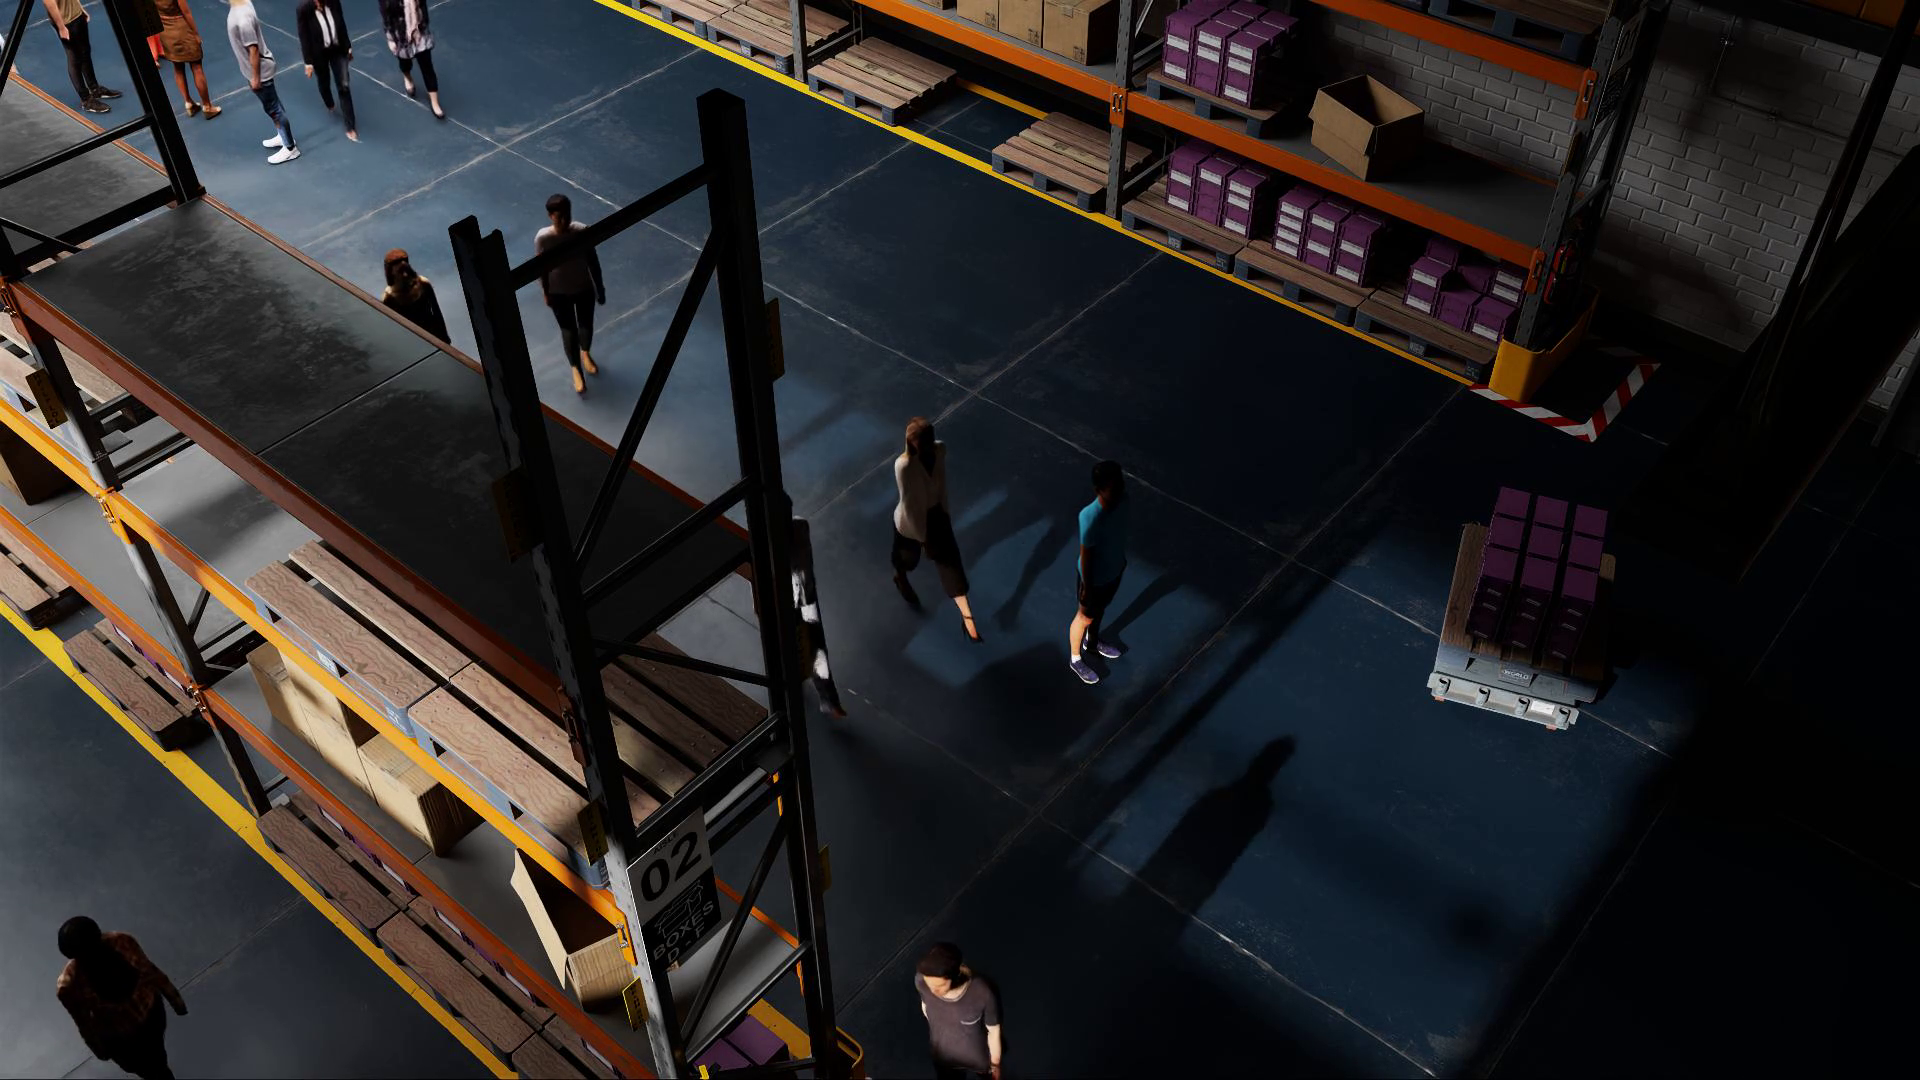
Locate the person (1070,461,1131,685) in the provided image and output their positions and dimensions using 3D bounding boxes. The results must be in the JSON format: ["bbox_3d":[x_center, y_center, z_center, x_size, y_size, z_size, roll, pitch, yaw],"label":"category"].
[{"bbox_3d":[0.904,0.180,10.790,0.517,1.774,0.632,27,50,25],"label":"person"}]

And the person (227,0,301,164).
[{"bbox_3d":[-6.585,-4.463,15.582,0.815,1.886,0.672,-17,46,-17],"label":"person"}]

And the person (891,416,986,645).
[{"bbox_3d":[-0.327,-0.133,11.093,0.742,1.808,1.186,-33,53,-30],"label":"person"}]

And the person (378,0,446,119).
[{"bbox_3d":[-5.454,-5.008,16.361,0.909,1.601,1.179,-19,47,-19],"label":"person"}]

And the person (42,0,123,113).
[{"bbox_3d":[-8.761,-5.138,16.316,0.782,1.851,0.750,1,44,1],"label":"person"}]

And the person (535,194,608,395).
[{"bbox_3d":[-3.093,-2.038,13.167,0.774,1.706,0.863,-19,47,-19],"label":"person"}]

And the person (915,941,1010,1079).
[{"bbox_3d":[0.056,2.472,8.454,1.072,1.676,0.993,6,44,7],"label":"person"}]

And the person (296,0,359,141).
[{"bbox_3d":[-6.226,-4.724,16.188,0.962,1.732,1.177,-25,49,-24],"label":"person"}]

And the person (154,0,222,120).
[{"bbox_3d":[-7.620,-4.920,16.207,0.584,1.686,0.694,10,44,10],"label":"person"}]

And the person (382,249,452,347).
[{"bbox_3d":[-4.156,-1.568,12.741,0.683,1.613,0.805,-26,50,-25],"label":"person"}]

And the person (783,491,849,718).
[{"bbox_3d":[-1.160,0.321,10.676,0.824,1.727,1.160,-26,49,-24],"label":"person"}]

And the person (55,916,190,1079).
[{"bbox_3d":[-4.251,2.424,8.437,0.963,1.769,0.716,20,47,20],"label":"person"}]
